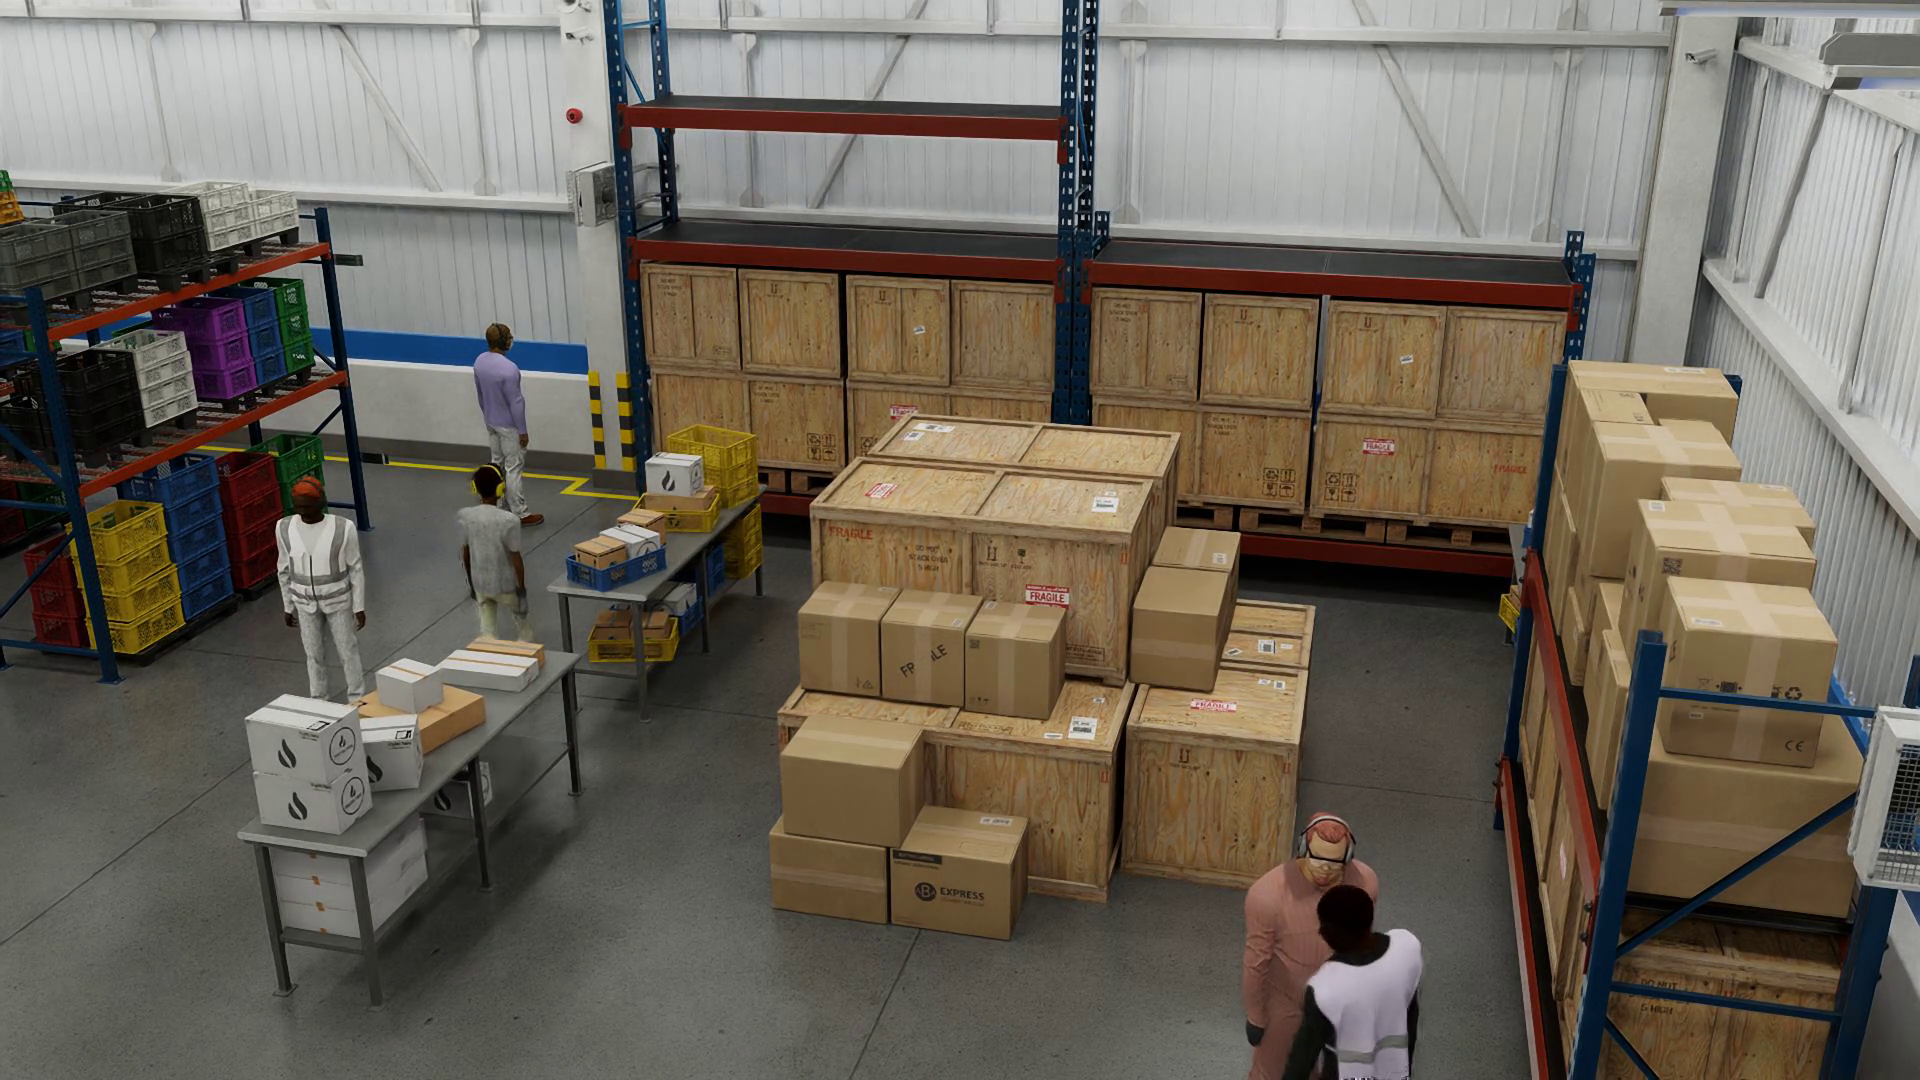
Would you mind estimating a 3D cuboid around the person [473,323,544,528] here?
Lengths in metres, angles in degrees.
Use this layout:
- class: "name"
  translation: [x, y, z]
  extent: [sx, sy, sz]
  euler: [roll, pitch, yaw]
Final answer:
- class: "person"
  translation: [-4.229, -1.071, 15.492]
  extent: [0.628, 1.940, 0.373]
  euler: [17, 27, 38]

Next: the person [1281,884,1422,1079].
- class: "person"
  translation: [1.665, 2.233, 6.940]
  extent: [0.649, 1.872, 0.431]
  euler: [-12, 24, -28]

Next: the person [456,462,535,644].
- class: "person"
  translation: [-3.305, 0.312, 12.008]
  extent: [0.535, 1.847, 0.734]
  euler: [3, 21, 7]

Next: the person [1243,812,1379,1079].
- class: "person"
  translation: [1.553, 2.054, 7.365]
  extent: [0.643, 1.905, 0.400]
  euler: [-7, 22, -17]

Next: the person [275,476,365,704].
- class: "person"
  translation: [-4.432, 0.450, 11.584]
  extent: [0.572, 1.886, 0.356]
  euler: [-1, 21, -2]
